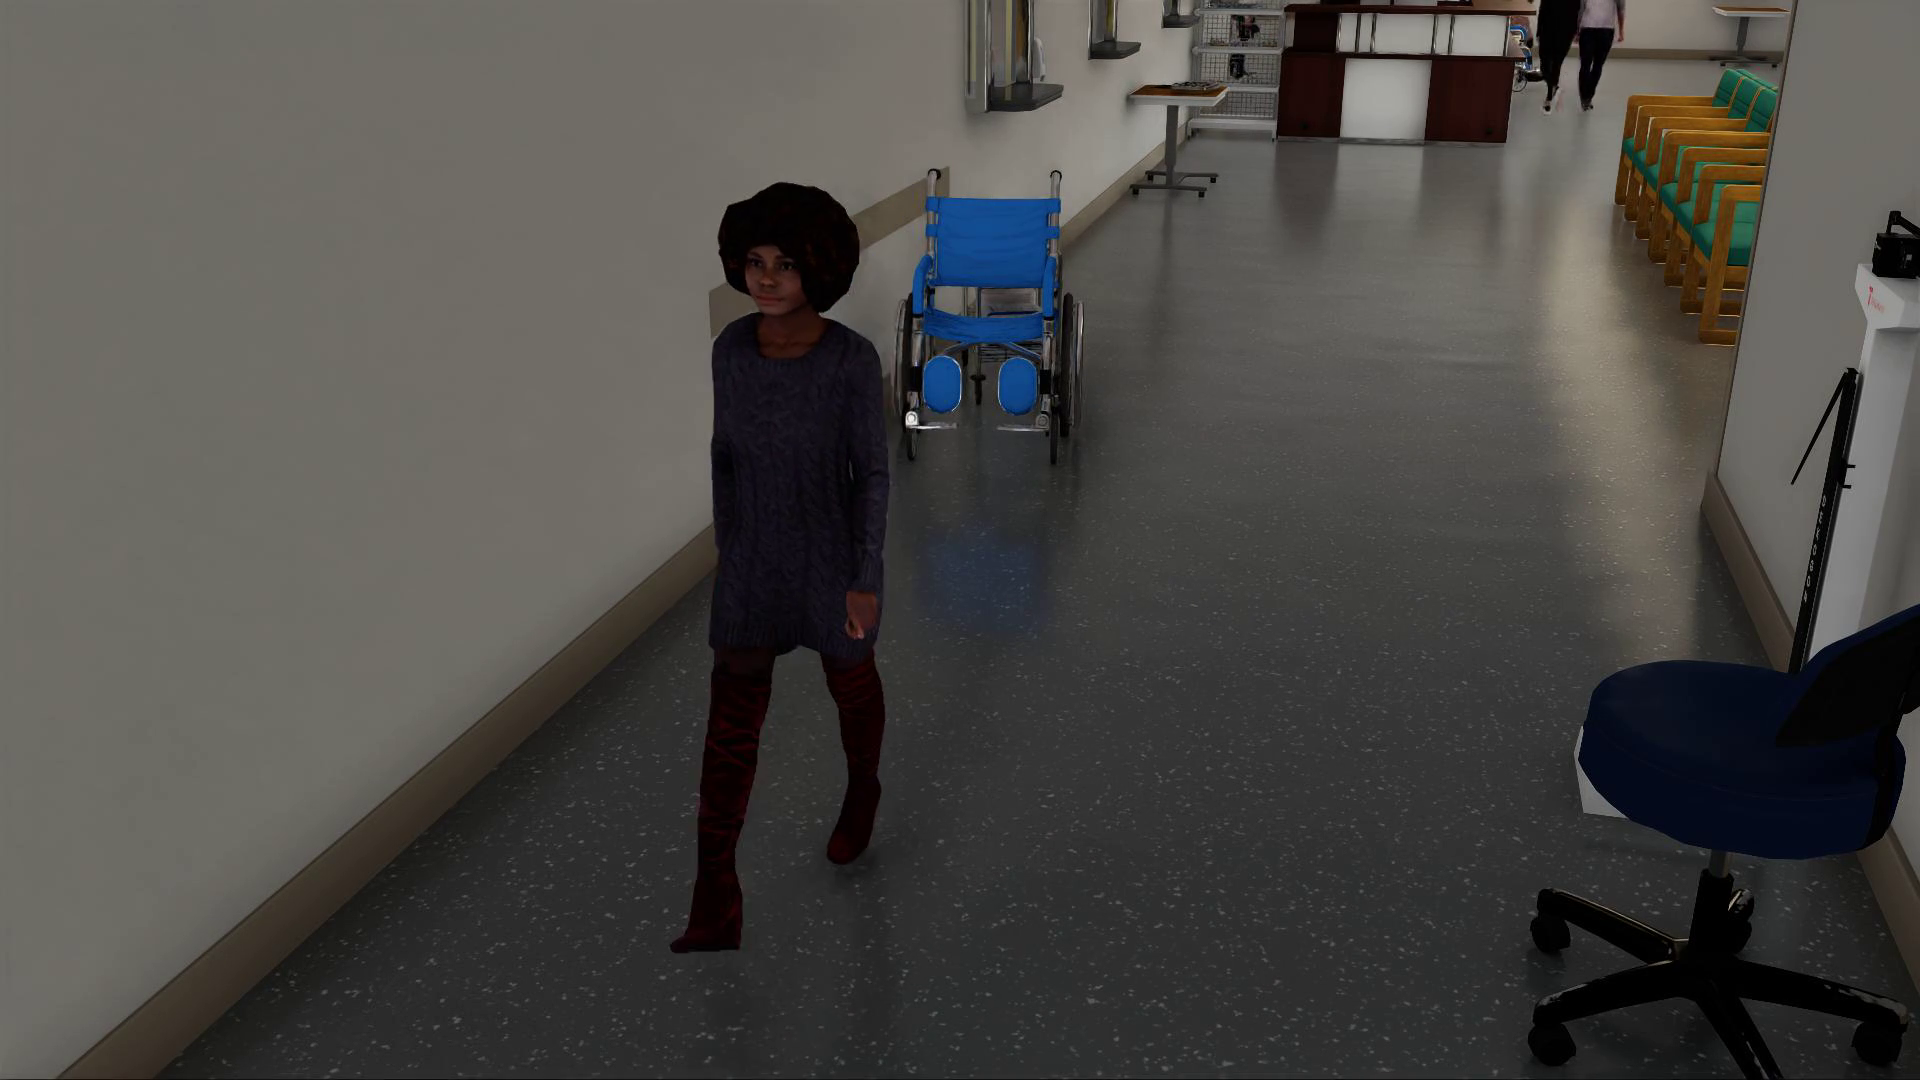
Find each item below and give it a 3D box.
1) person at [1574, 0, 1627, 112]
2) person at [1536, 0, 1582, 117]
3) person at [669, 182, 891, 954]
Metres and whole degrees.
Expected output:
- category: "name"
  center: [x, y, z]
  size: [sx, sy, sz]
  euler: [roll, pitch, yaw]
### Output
- category: "person"
  center: [7.394, -5.902, 19.332]
  size: [1.063, 1.803, 0.813]
  euler: [3, 21, 7]
- category: "person"
  center: [6.705, -5.621, 18.627]
  size: [1.051, 1.777, 0.853]
  euler: [0, 21, 0]
- category: "person"
  center: [-0.319, 0.053, 3.800]
  size: [1.016, 1.668, 0.690]
  euler: [7, 22, 17]
